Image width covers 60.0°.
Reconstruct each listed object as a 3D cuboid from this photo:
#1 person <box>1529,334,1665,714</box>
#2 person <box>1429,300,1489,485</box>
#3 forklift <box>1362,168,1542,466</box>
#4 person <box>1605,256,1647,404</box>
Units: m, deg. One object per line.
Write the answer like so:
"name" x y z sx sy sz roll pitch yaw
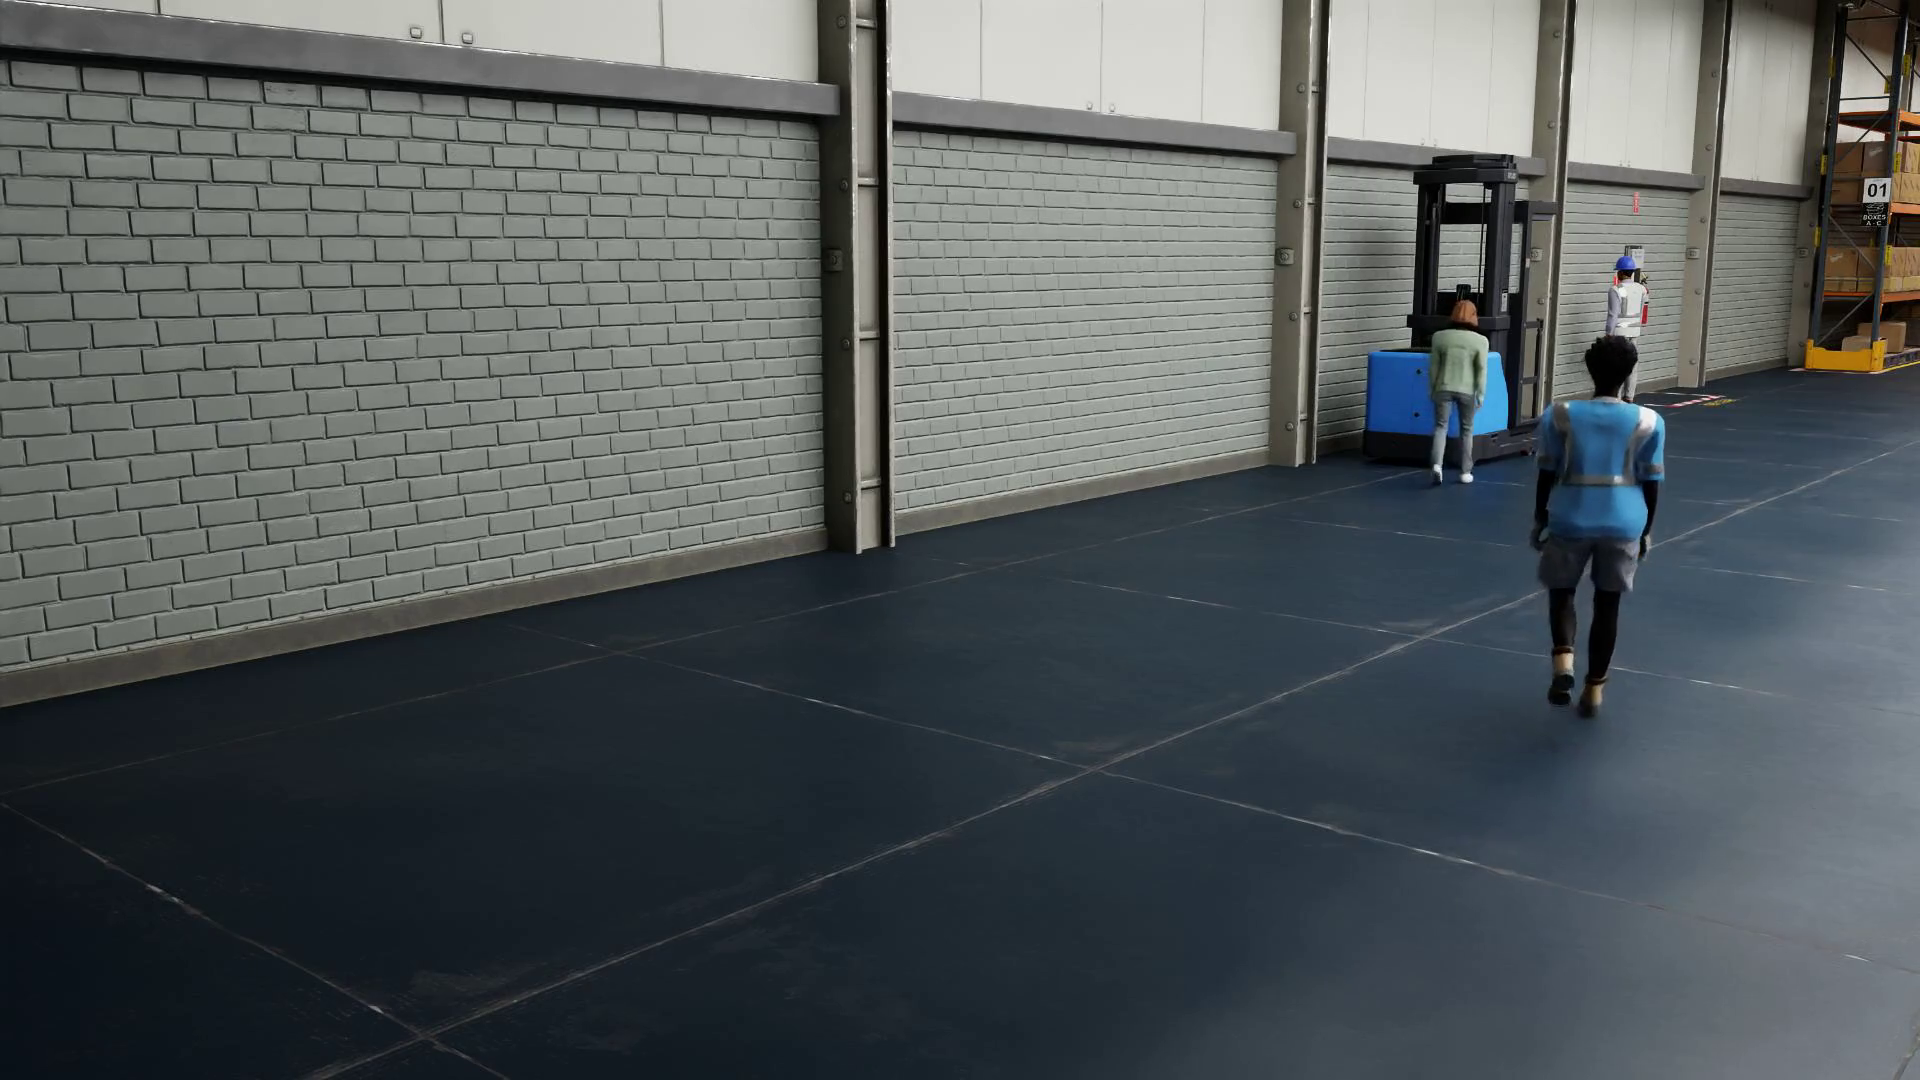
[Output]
"person" 2.776 -0.054 7.271 0.545 1.680 0.428 4 11 20
"person" 4.321 -1.281 14.478 0.510 1.610 0.681 4 11 24
"forklift" 4.875 -2.212 16.287 1.129 2.768 1.873 8 13 40
"person" 8.443 -2.628 21.188 0.605 1.948 0.384 -6 11 -29
